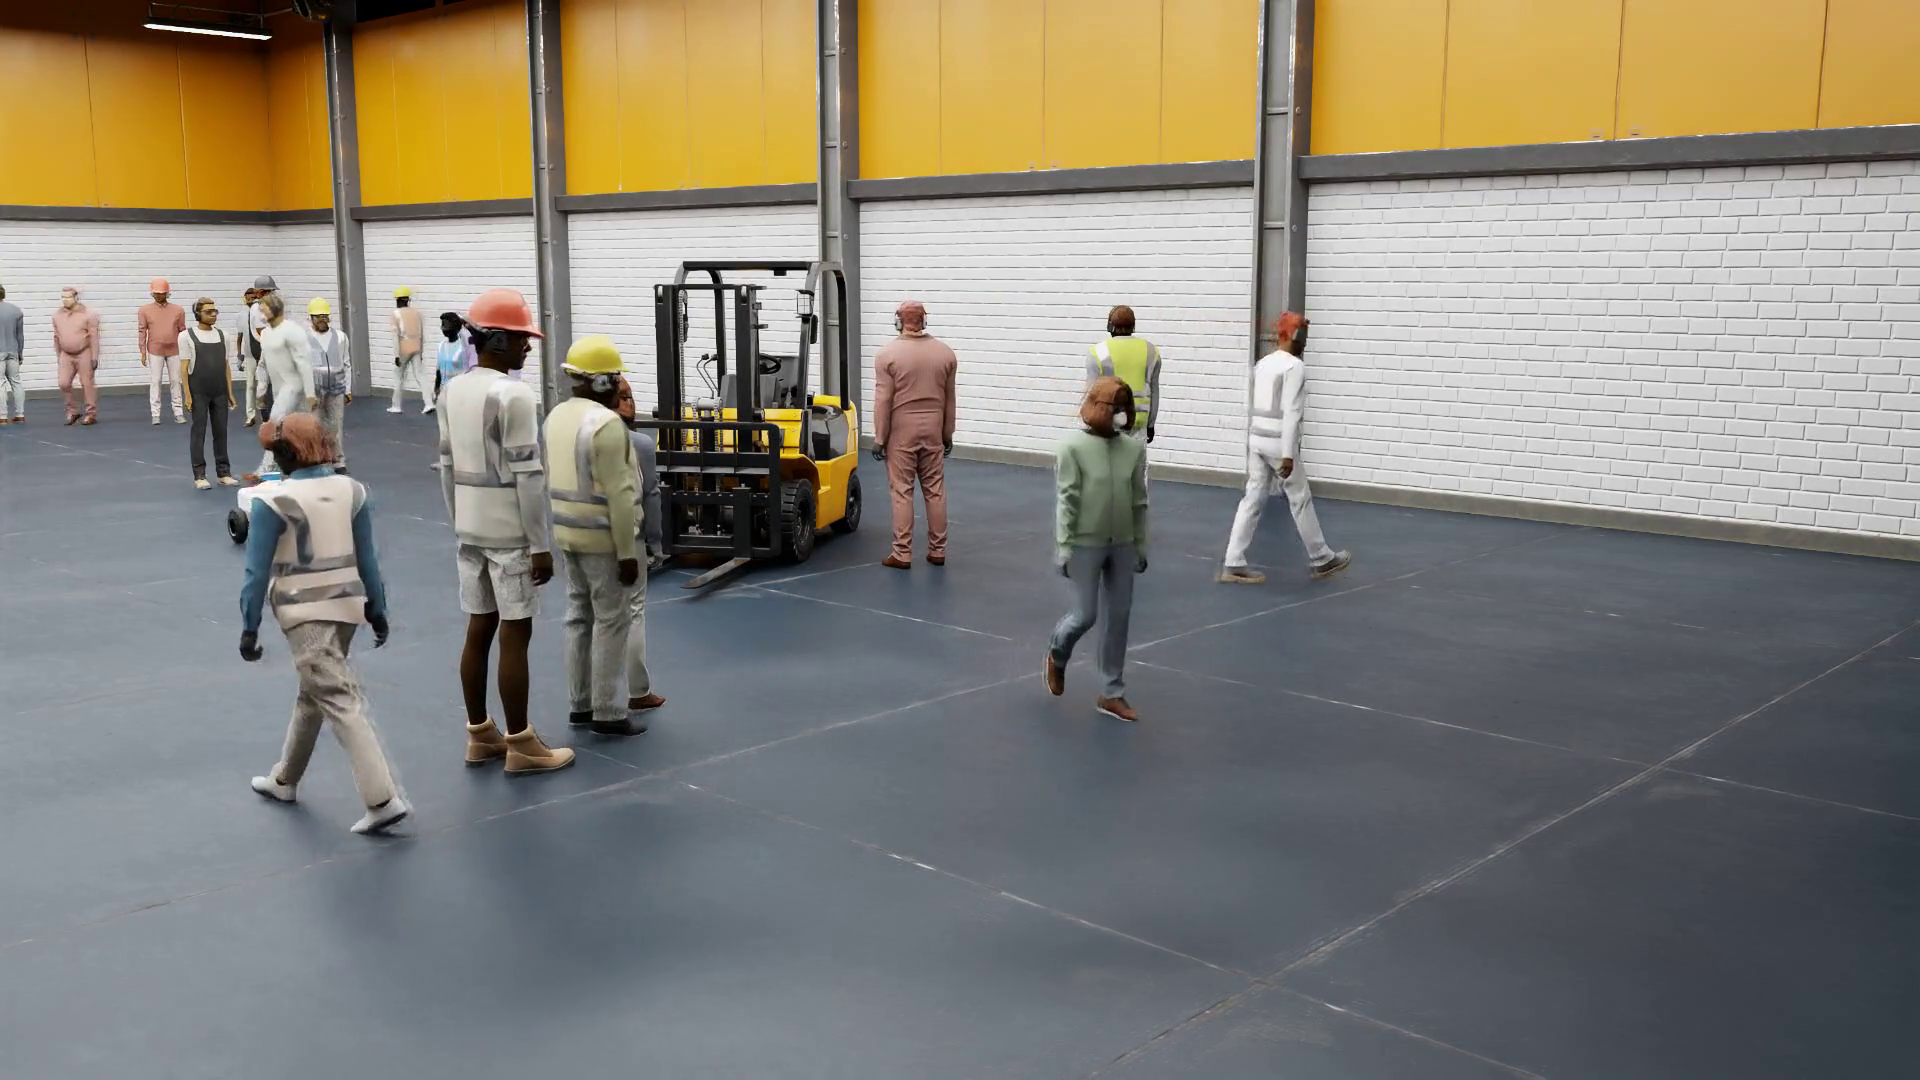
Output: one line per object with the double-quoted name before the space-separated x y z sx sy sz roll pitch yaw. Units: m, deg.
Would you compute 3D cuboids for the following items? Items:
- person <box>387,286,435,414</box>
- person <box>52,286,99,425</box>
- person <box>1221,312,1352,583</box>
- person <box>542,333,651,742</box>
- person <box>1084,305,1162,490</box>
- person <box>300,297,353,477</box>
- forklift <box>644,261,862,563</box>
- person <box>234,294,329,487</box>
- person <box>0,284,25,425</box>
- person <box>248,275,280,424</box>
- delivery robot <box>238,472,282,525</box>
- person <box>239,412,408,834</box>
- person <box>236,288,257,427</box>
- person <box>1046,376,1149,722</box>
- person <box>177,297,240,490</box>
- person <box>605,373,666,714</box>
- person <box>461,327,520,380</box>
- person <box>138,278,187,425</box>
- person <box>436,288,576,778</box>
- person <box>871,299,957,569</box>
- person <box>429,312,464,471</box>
"person" -8.060 -2.776 24.354 0.991 1.879 0.605 7 12 36
"person" -11.968 -2.484 22.539 0.642 1.888 0.483 0 9 -2
"person" 2.204 -0.619 11.249 0.983 1.824 0.638 -3 10 -20
"person" -1.633 -0.013 7.530 0.403 1.832 0.596 -9 13 -42
"person" 1.244 -0.902 12.951 0.625 1.844 0.429 -3 10 -17
"person" -6.430 -1.526 16.802 0.590 1.833 0.404 -7 12 -38
"forklift" -1.552 -1.040 12.721 1.214 2.155 2.313 2 9 11
"person" -6.569 -1.426 16.051 0.646 1.874 1.038 8 12 42
"person" -13.034 -2.527 22.621 0.372 1.940 0.632 5 10 26
"person" -9.083 -2.471 21.962 0.538 2.000 0.682 -5 10 -26
"delivery robot" -5.256 -0.278 12.773 0.477 0.478 0.707 -9 13 -44
"person" -2.444 0.302 6.357 0.925 1.589 0.529 4 10 25
"person" -9.447 -2.451 22.368 0.528 1.869 0.313 -3 10 -15
"person" 0.654 0.030 7.883 0.521 1.619 0.500 -5 11 -28
"person" -7.257 -1.414 16.079 0.345 1.847 0.508 7 12 37
"person" -1.660 0.016 7.958 0.507 1.631 0.273 2 9 13
"person" -4.476 -1.434 16.023 0.661 1.905 0.406 5 11 29
"person" -10.877 -2.572 22.740 0.622 1.987 0.395 -7 11 -35
"person" -1.918 -0.028 6.996 0.606 2.039 0.395 8 12 41
"person" -0.340 -0.747 11.813 0.651 1.904 0.402 -5 11 -29
"person" -5.323 -1.529 17.297 0.554 1.662 0.800 7 11 36
